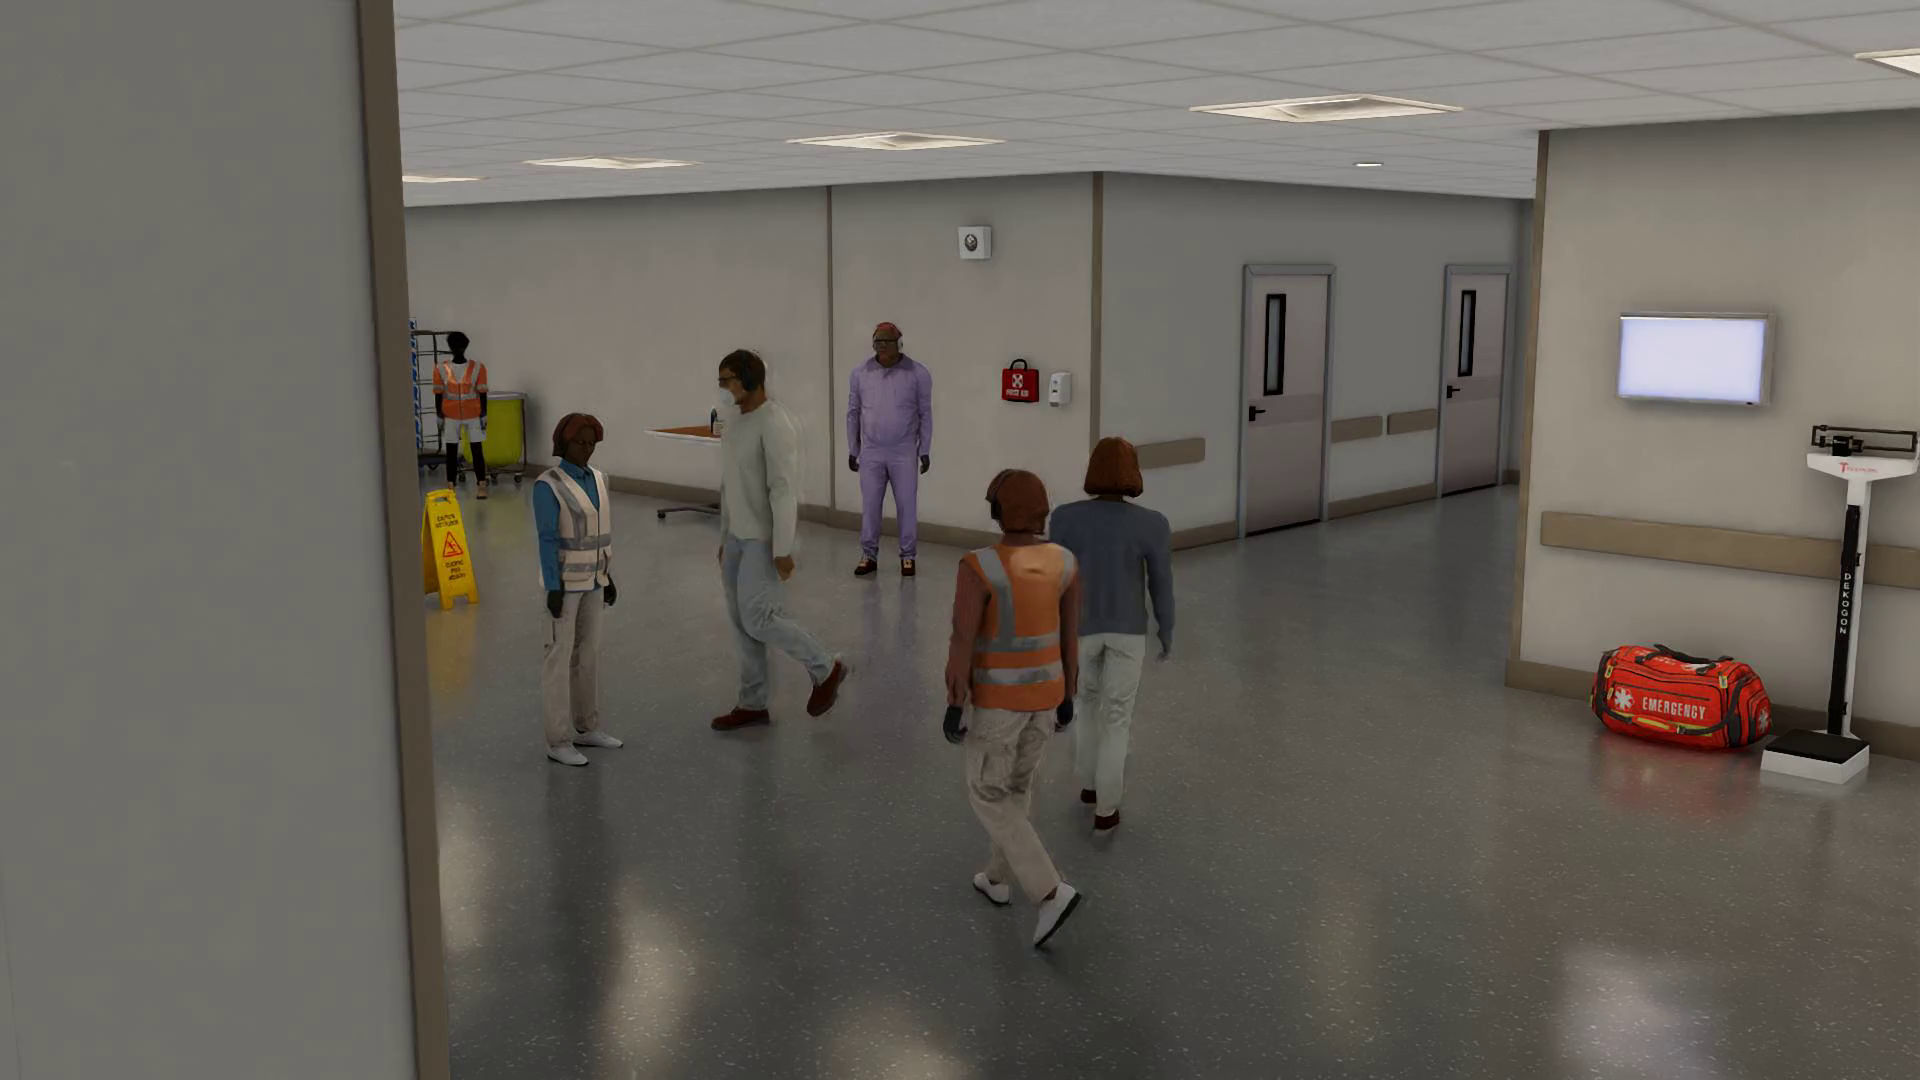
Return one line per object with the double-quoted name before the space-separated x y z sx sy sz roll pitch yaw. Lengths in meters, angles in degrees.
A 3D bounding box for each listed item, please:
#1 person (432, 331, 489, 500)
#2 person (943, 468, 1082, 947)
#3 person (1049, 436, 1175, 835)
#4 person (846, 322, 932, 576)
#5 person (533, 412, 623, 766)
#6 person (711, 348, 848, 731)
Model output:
"person" -4.960 -1.232 16.553 0.537 1.685 0.327 -2 9 -11
"person" 0.209 0.561 5.771 0.545 1.608 0.691 -7 12 -38
"person" 0.628 0.374 6.892 0.533 1.612 0.584 3 10 17
"person" -0.536 -0.676 12.470 0.648 1.907 0.401 1 9 8
"person" -1.796 0.219 7.803 0.313 1.637 0.513 4 10 22
"person" -0.961 -0.002 8.327 0.581 1.913 0.643 -5 11 -30
